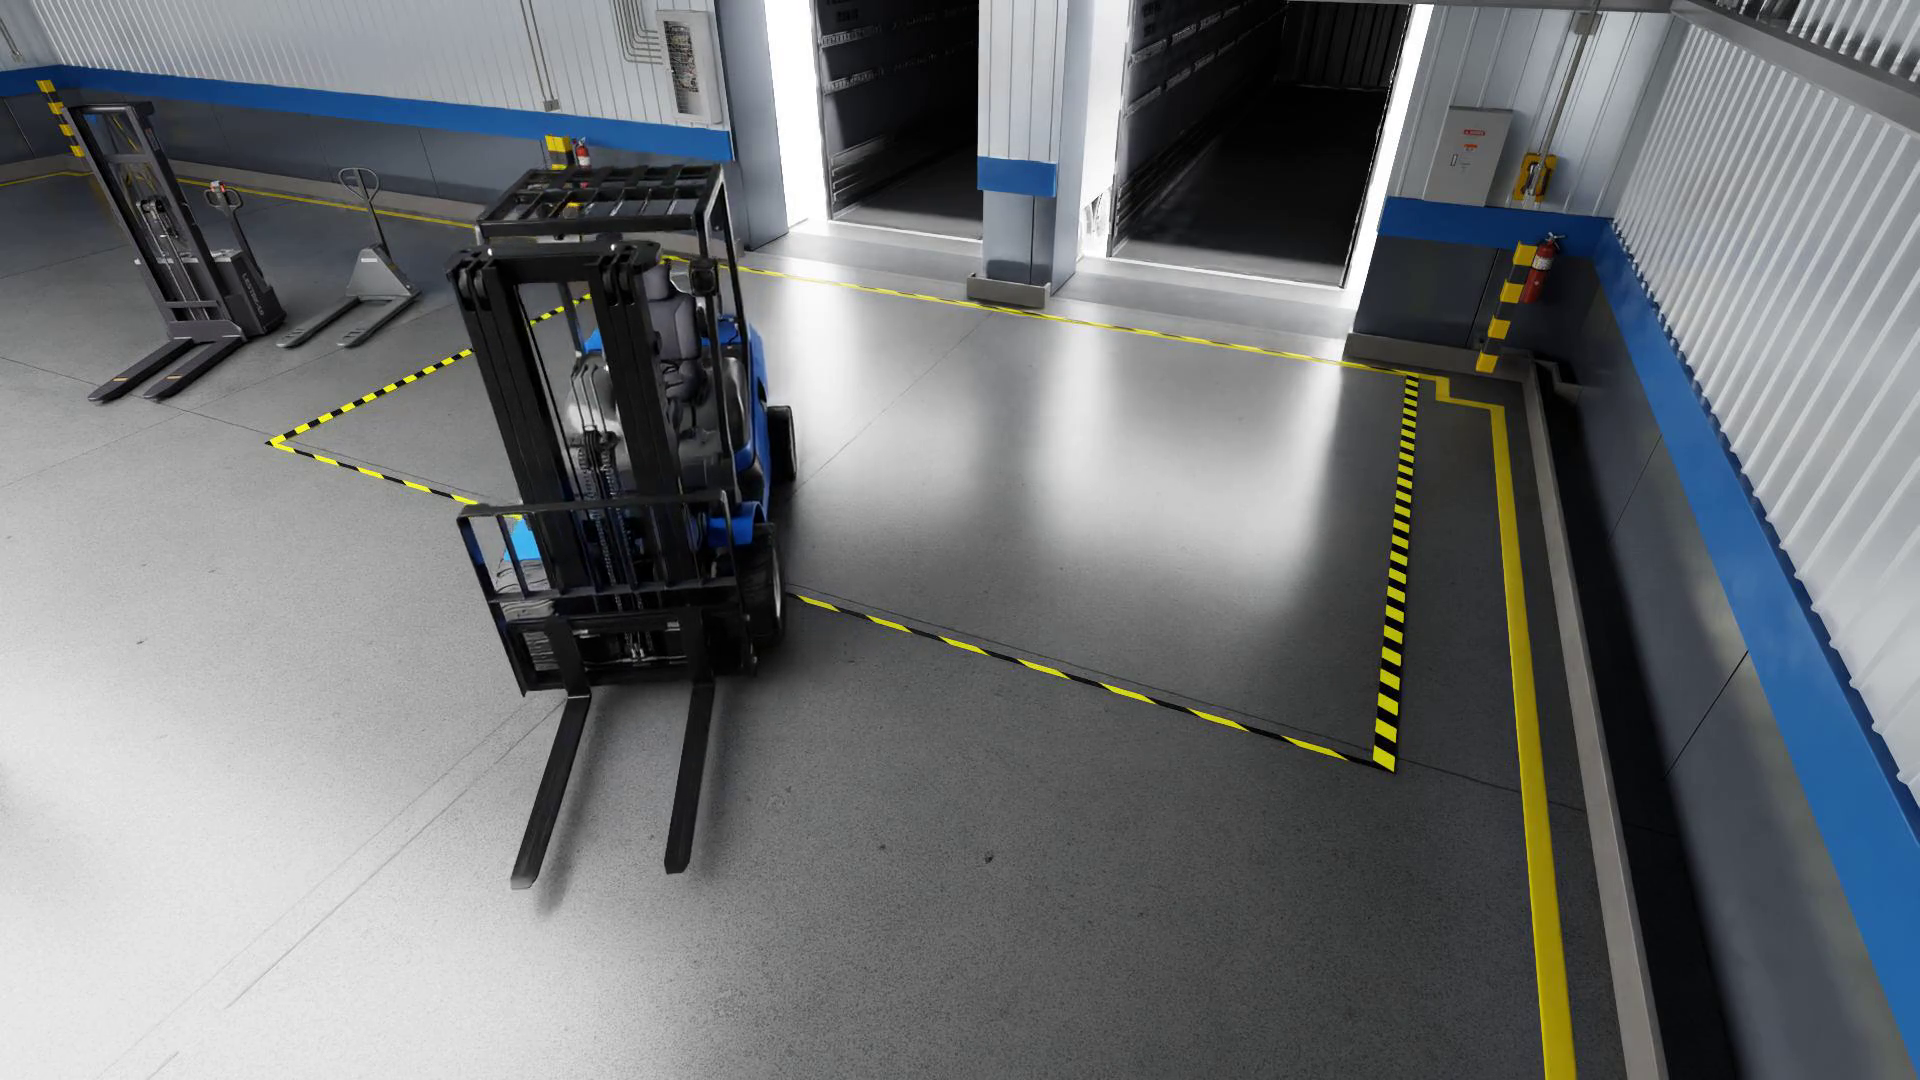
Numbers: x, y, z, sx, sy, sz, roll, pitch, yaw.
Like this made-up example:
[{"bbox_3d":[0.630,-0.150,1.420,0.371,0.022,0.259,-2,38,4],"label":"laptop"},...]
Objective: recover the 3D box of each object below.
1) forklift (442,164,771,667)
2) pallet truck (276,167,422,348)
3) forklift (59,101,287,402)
[{"bbox_3d":[-1.704,-0.862,4.943,1.157,2.036,2.680,-4,35,-6],"label":"forklift"},{"bbox_3d":[-5.732,-2.611,8.414,0.680,1.201,1.601,-1,35,-1],"label":"pallet truck"},{"bbox_3d":[-6.686,-2.387,7.434,0.823,1.965,1.885,-3,35,-5],"label":"forklift"}]
